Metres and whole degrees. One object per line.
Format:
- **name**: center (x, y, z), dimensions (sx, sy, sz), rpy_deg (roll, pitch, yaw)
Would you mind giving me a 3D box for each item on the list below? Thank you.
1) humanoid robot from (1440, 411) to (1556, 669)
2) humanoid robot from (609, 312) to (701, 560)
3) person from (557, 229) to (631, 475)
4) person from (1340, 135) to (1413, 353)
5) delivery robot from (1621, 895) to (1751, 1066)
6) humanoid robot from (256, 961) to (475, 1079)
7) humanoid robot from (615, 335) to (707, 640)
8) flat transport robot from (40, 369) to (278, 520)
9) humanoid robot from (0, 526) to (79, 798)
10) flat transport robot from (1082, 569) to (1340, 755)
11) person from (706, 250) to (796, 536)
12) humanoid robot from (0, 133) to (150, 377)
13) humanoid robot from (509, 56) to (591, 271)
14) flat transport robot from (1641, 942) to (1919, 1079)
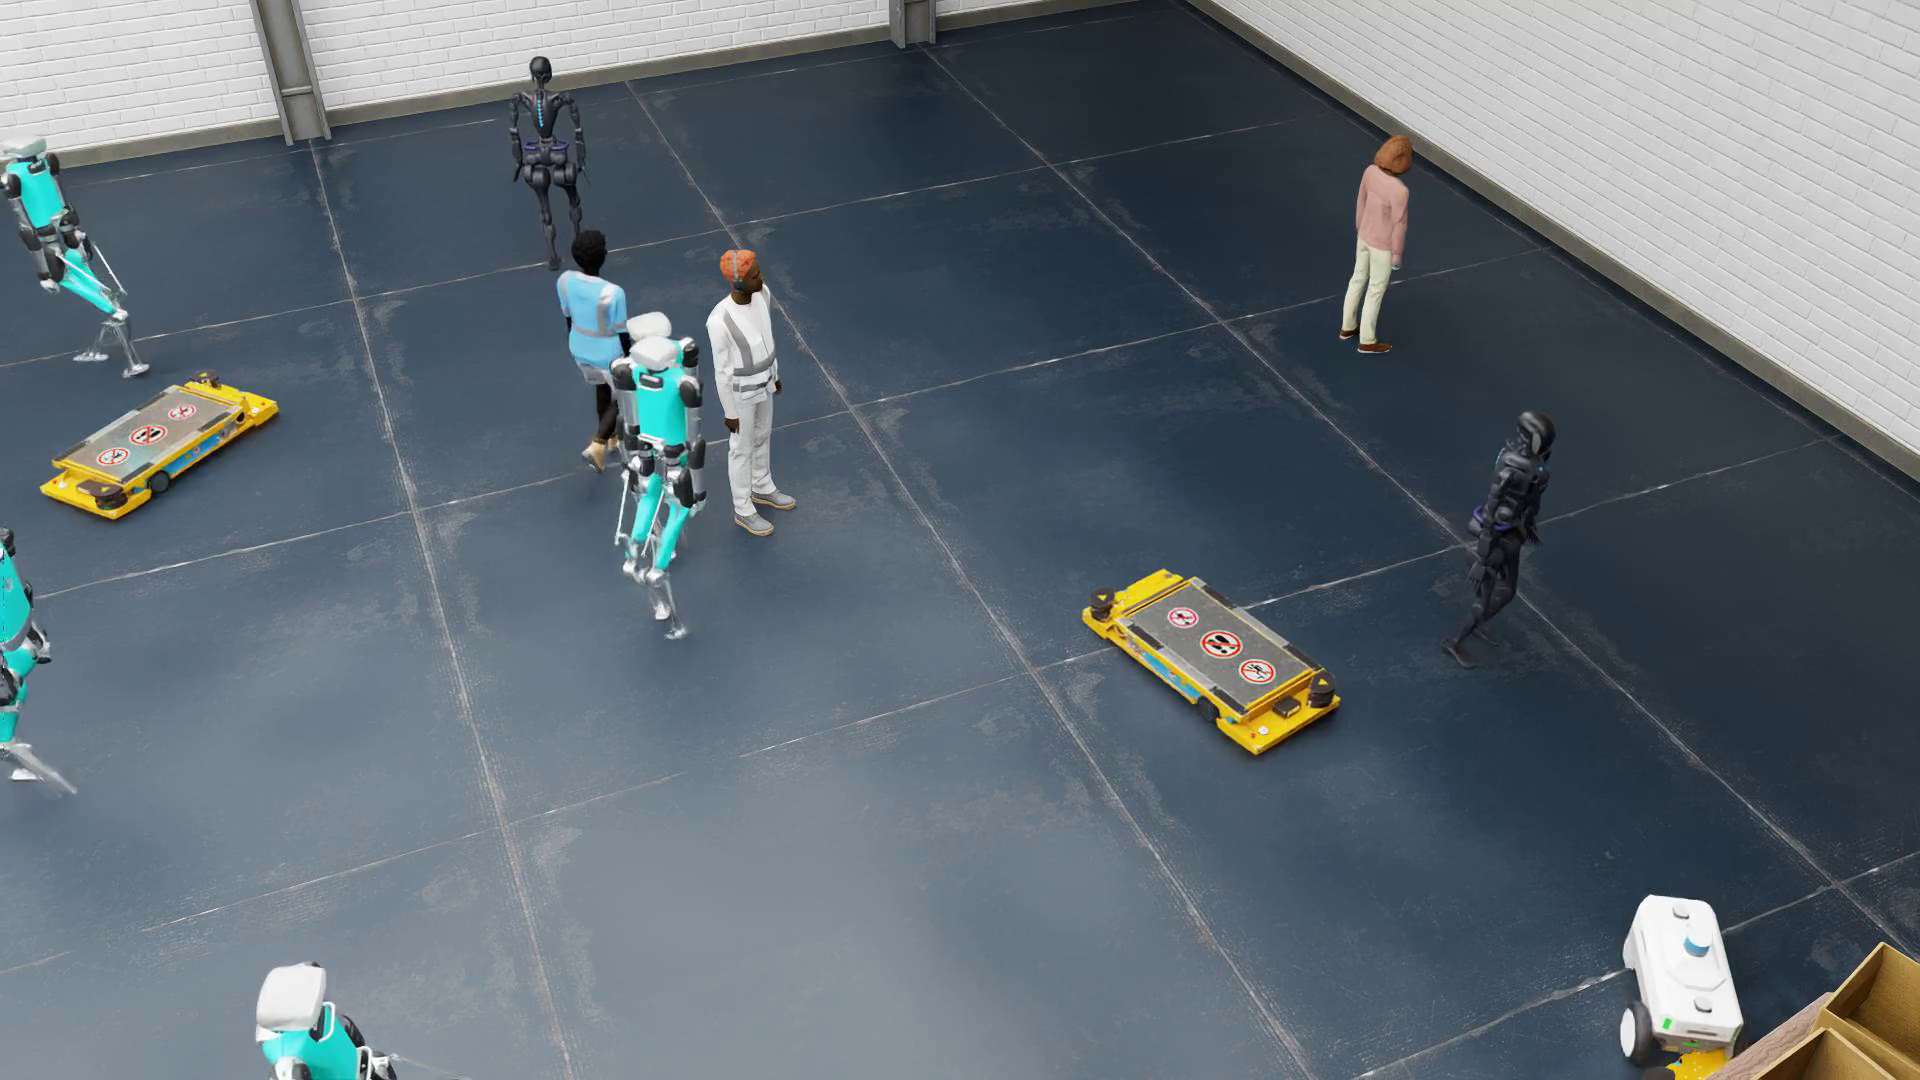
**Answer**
- **humanoid robot**: center (2.983, -0.023, 9.148), dimensions (0.612, 1.641, 0.320), rpy_deg (-31, 47, -34)
- **humanoid robot**: center (-1.849, -0.584, 9.888), dimensions (0.539, 1.866, 0.699), rpy_deg (-24, 43, -27)
- **person**: center (-2.332, -1.180, 10.652), dimensions (0.538, 1.683, 0.572), rpy_deg (19, 41, 23)
- **person**: center (3.000, -2.122, 11.912), dimensions (0.264, 1.631, 0.506), rpy_deg (-14, 40, -18)
- **delivery robot**: center (3.239, 1.985, 7.454), dimensions (0.499, 0.593, 0.789), rpy_deg (5, 38, 7)
- **humanoid robot**: center (-2.031, 2.199, 6.279), dimensions (0.830, 1.854, 0.563), rpy_deg (-7, 38, -9)
- **humanoid robot**: center (-1.756, -0.199, 9.382), dimensions (0.542, 1.843, 0.760), rpy_deg (17, 41, 21)
- **flat transport robot**: center (-5.344, -0.657, 11.129), dimensions (0.659, 0.231, 1.431), rpy_deg (17, 41, 20)
- **humanoid robot**: center (-4.893, 0.649, 8.269), dimensions (0.757, 1.824, 0.554), rpy_deg (-1, 38, -2)
- **flat transport robot**: center (1.408, 0.635, 9.447), dimensions (0.659, 0.231, 1.431), rpy_deg (-25, 44, -29)
- **person**: center (-1.273, -0.907, 10.130), dimensions (0.351, 1.883, 0.581), rpy_deg (15, 40, 19)
- **humanoid robot**: center (-6.053, -1.932, 11.624), dimensions (0.870, 1.787, 0.566), rpy_deg (7, 38, 9)
- **humanoid robot**: center (-3.205, -2.954, 12.974), dimensions (0.612, 1.638, 0.534), rpy_deg (-2, 38, -2)
- **flat transport robot**: center (3.523, 2.652, 6.822), dimensions (0.659, 0.231, 1.431), rpy_deg (-21, 42, -25)
